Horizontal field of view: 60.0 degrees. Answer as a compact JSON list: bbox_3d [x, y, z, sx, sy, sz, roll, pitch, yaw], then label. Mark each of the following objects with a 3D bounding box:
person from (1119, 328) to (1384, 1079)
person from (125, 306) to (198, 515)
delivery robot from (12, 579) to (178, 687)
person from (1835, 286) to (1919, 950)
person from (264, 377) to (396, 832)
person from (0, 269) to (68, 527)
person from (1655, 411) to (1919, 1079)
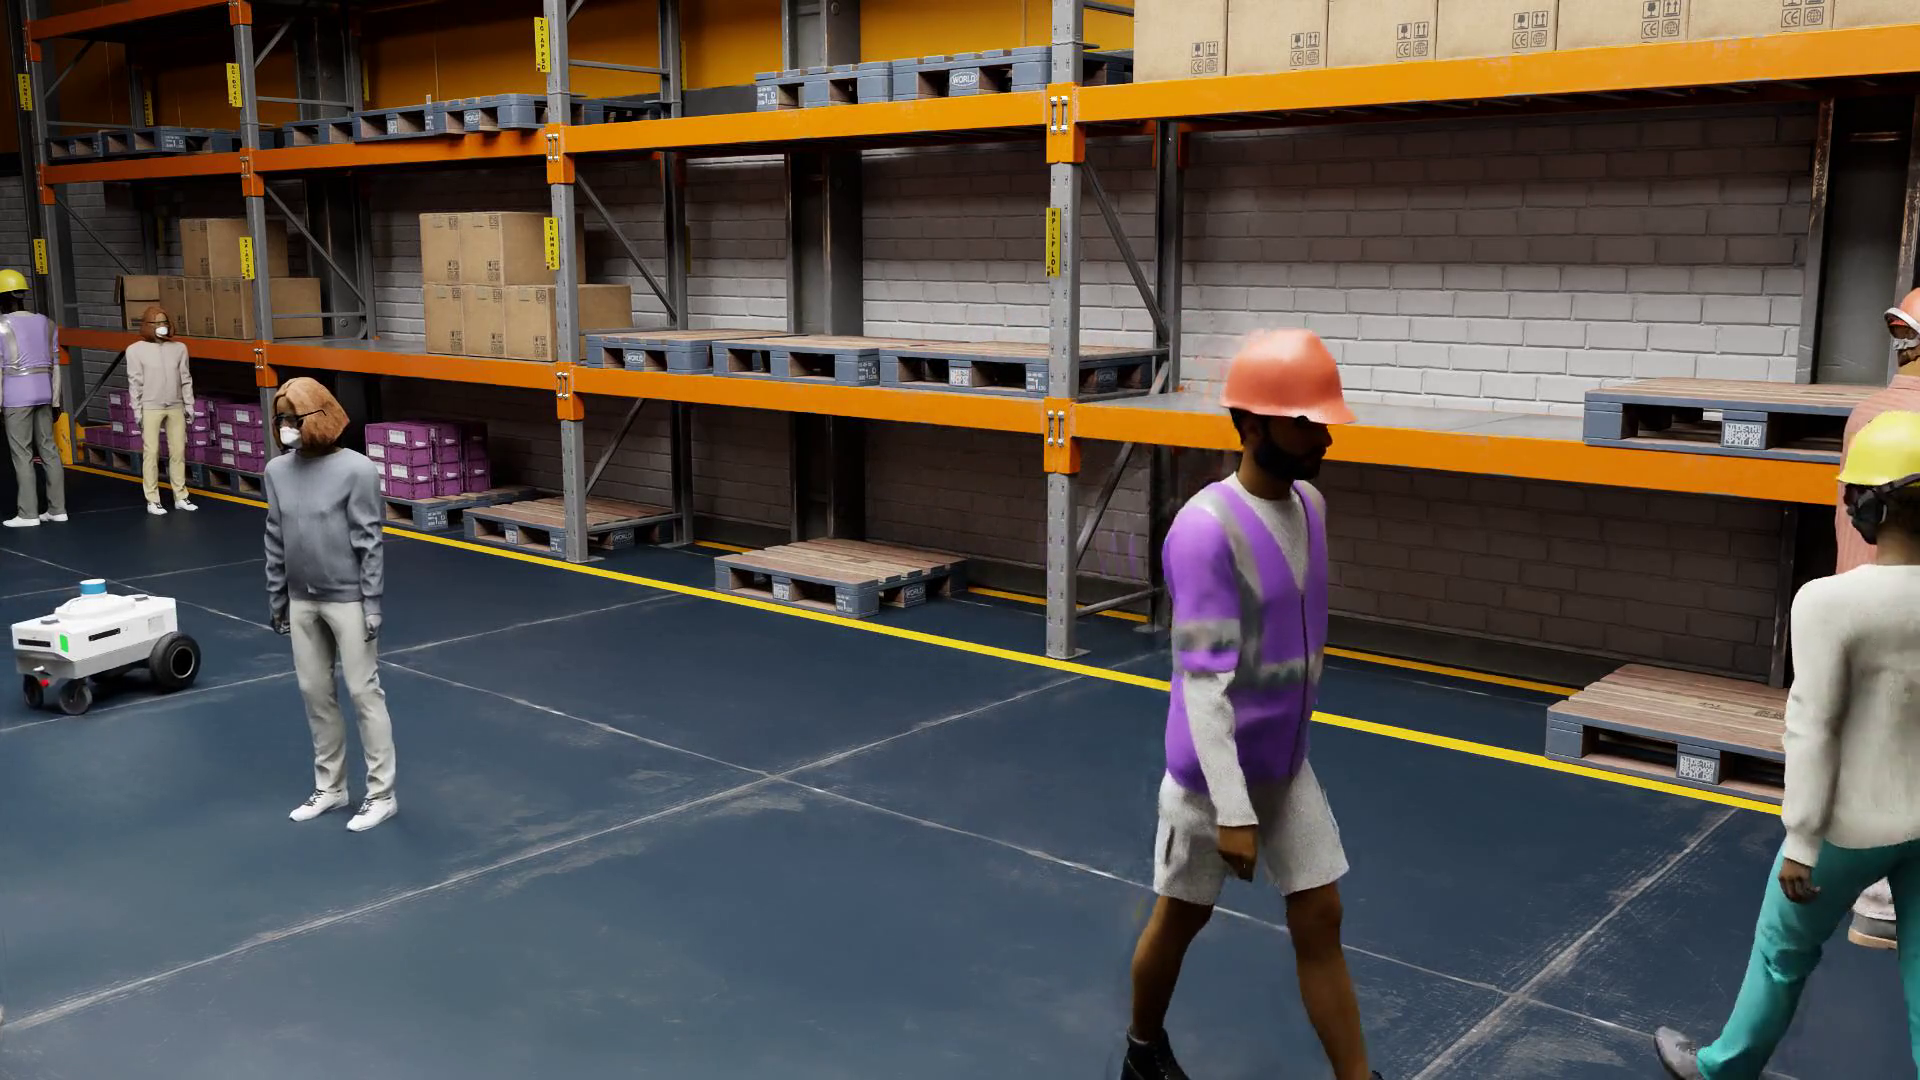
[{"bbox_3d":[0.713,0.496,3.659,0.943,1.893,0.568,10,14,44],"label":"person"},{"bbox_3d":[-6.246,-1.012,13.027,0.280,1.624,0.498,8,13,38],"label":"person"},{"bbox_3d":[-3.956,0.424,7.626,0.477,0.478,0.707,3,10,18],"label":"delivery robot"},{"bbox_3d":[2.829,0.222,4.974,0.393,1.986,0.611,1,10,5],"label":"person"},{"bbox_3d":[-2.278,0.228,5.975,0.507,1.623,0.291,4,11,20],"label":"person"},{"bbox_3d":[-7.003,-1.053,12.439,0.401,1.918,0.588,4,11,21],"label":"person"},{"bbox_3d":[1.959,0.583,3.660,0.538,1.727,0.846,-1,10,-8],"label":"person"}]
